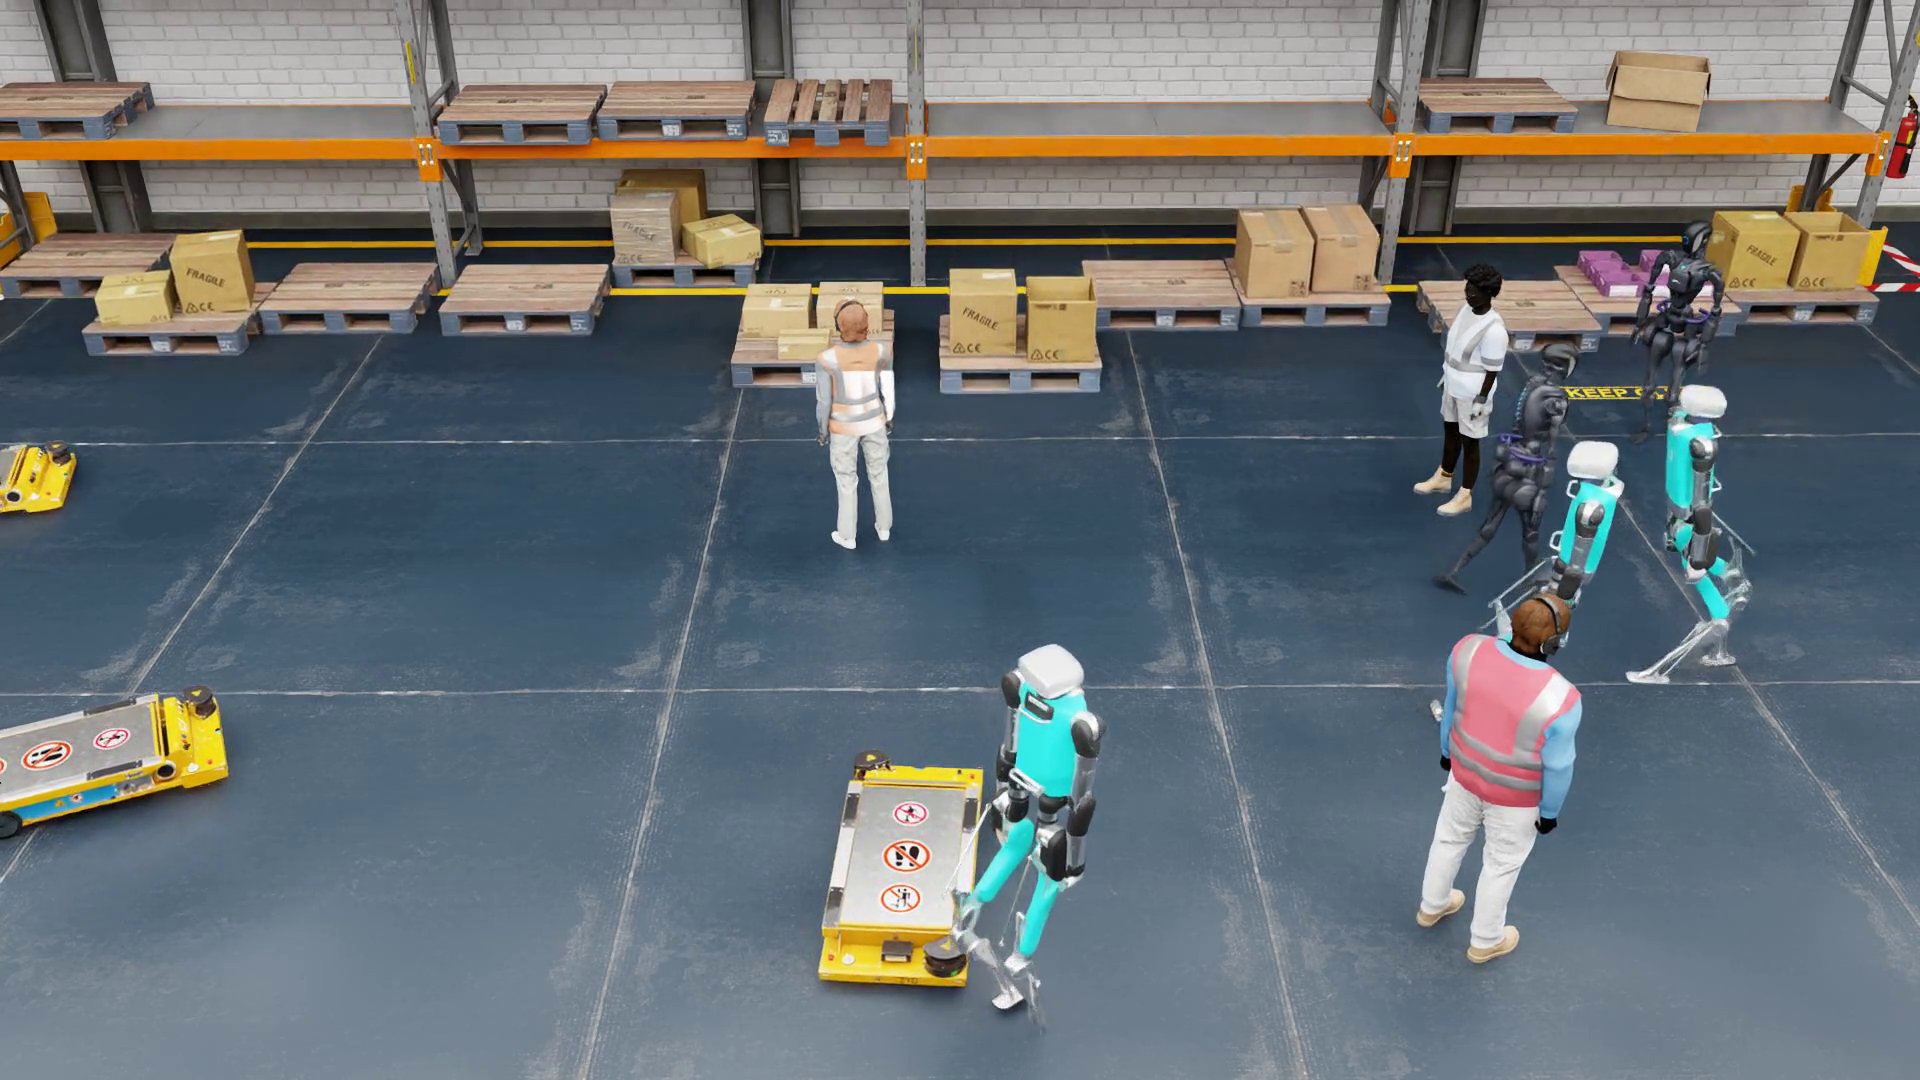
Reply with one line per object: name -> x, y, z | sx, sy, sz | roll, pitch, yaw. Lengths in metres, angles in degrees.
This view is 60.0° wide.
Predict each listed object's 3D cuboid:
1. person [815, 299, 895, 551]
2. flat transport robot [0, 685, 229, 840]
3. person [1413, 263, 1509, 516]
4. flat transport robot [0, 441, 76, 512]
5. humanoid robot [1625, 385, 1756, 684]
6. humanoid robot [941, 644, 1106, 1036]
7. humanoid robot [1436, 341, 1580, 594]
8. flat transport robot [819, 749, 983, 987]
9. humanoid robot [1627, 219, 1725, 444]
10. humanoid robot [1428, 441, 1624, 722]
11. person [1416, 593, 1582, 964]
person -> -0.638, -0.696, 10.239 | 0.515, 1.635, 0.312 | -13, 33, -20
flat transport robot -> -4.538, 1.157, 8.485 | 1.431, 0.231, 0.659 | -14, 34, -22
person -> 3.235, -0.967, 10.636 | 0.319, 1.693, 0.531 | -7, 32, -12
flat transport robot -> -6.671, -0.334, 10.967 | 1.431, 0.231, 0.659 | -9, 32, -15
humanoid robot -> 4.143, 0.007, 8.998 | 0.887, 1.768, 0.552 | 3, 31, 4
humanoid robot -> 0.193, 1.332, 6.857 | 0.710, 1.864, 0.539 | -23, 38, -33
humanoid robot -> 3.288, -0.404, 9.769 | 0.745, 1.627, 0.599 | -2, 31, -3
flat transport robot -> -0.252, 1.523, 7.875 | 0.659, 0.231, 1.431 | 2, 31, 3
humanoid robot -> 4.945, -1.440, 11.440 | 0.427, 1.641, 0.609 | -22, 37, -32
humanoid robot -> 2.845, 0.287, 8.580 | 0.814, 1.864, 0.556 | 14, 34, 22
person -> 2.343, 1.022, 7.199 | 0.431, 1.835, 0.628 | -23, 38, -33
